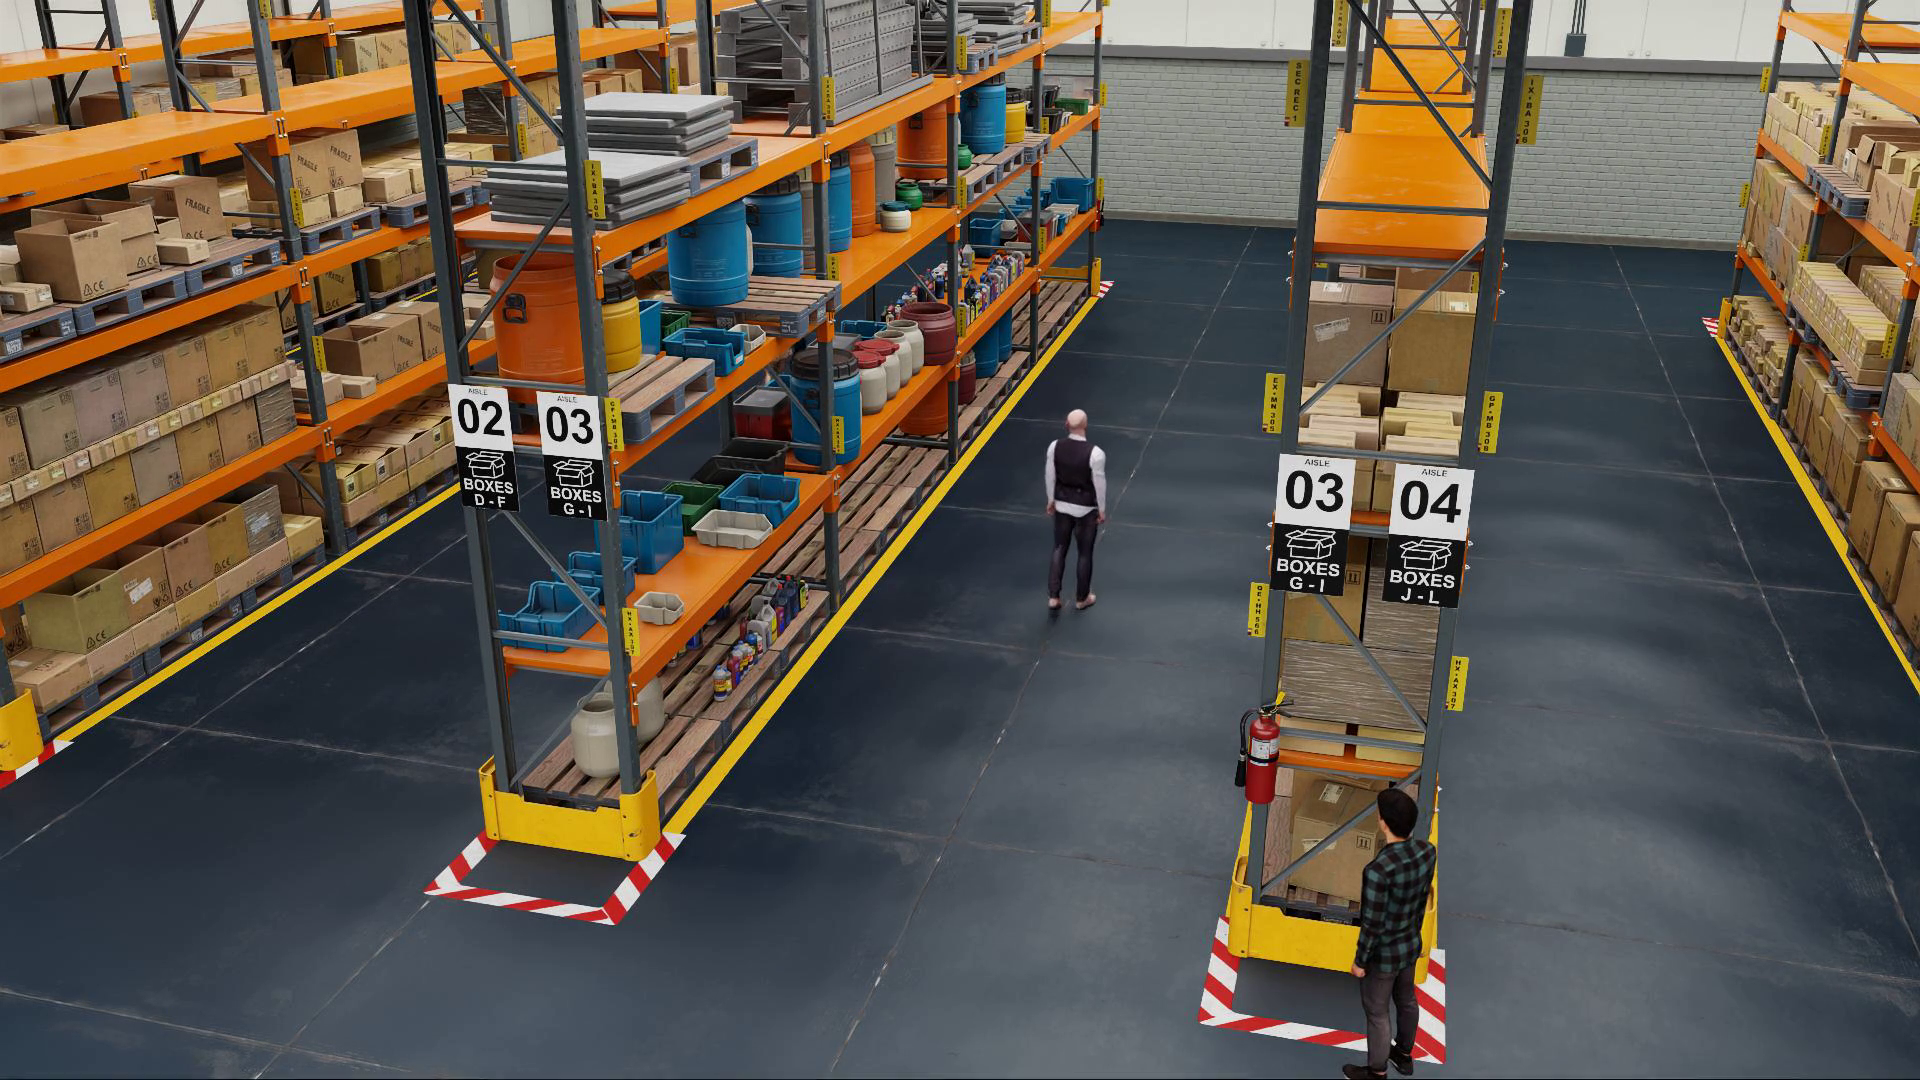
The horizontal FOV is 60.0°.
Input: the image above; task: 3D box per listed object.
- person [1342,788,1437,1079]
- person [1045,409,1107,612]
[{"bbox_3d":[2.223,2.048,8.524,0.708,1.713,0.782,-16,27,-34],"label":"person"},{"bbox_3d":[0.977,-0.243,14.322,0.755,1.821,0.791,10,24,23],"label":"person"}]
